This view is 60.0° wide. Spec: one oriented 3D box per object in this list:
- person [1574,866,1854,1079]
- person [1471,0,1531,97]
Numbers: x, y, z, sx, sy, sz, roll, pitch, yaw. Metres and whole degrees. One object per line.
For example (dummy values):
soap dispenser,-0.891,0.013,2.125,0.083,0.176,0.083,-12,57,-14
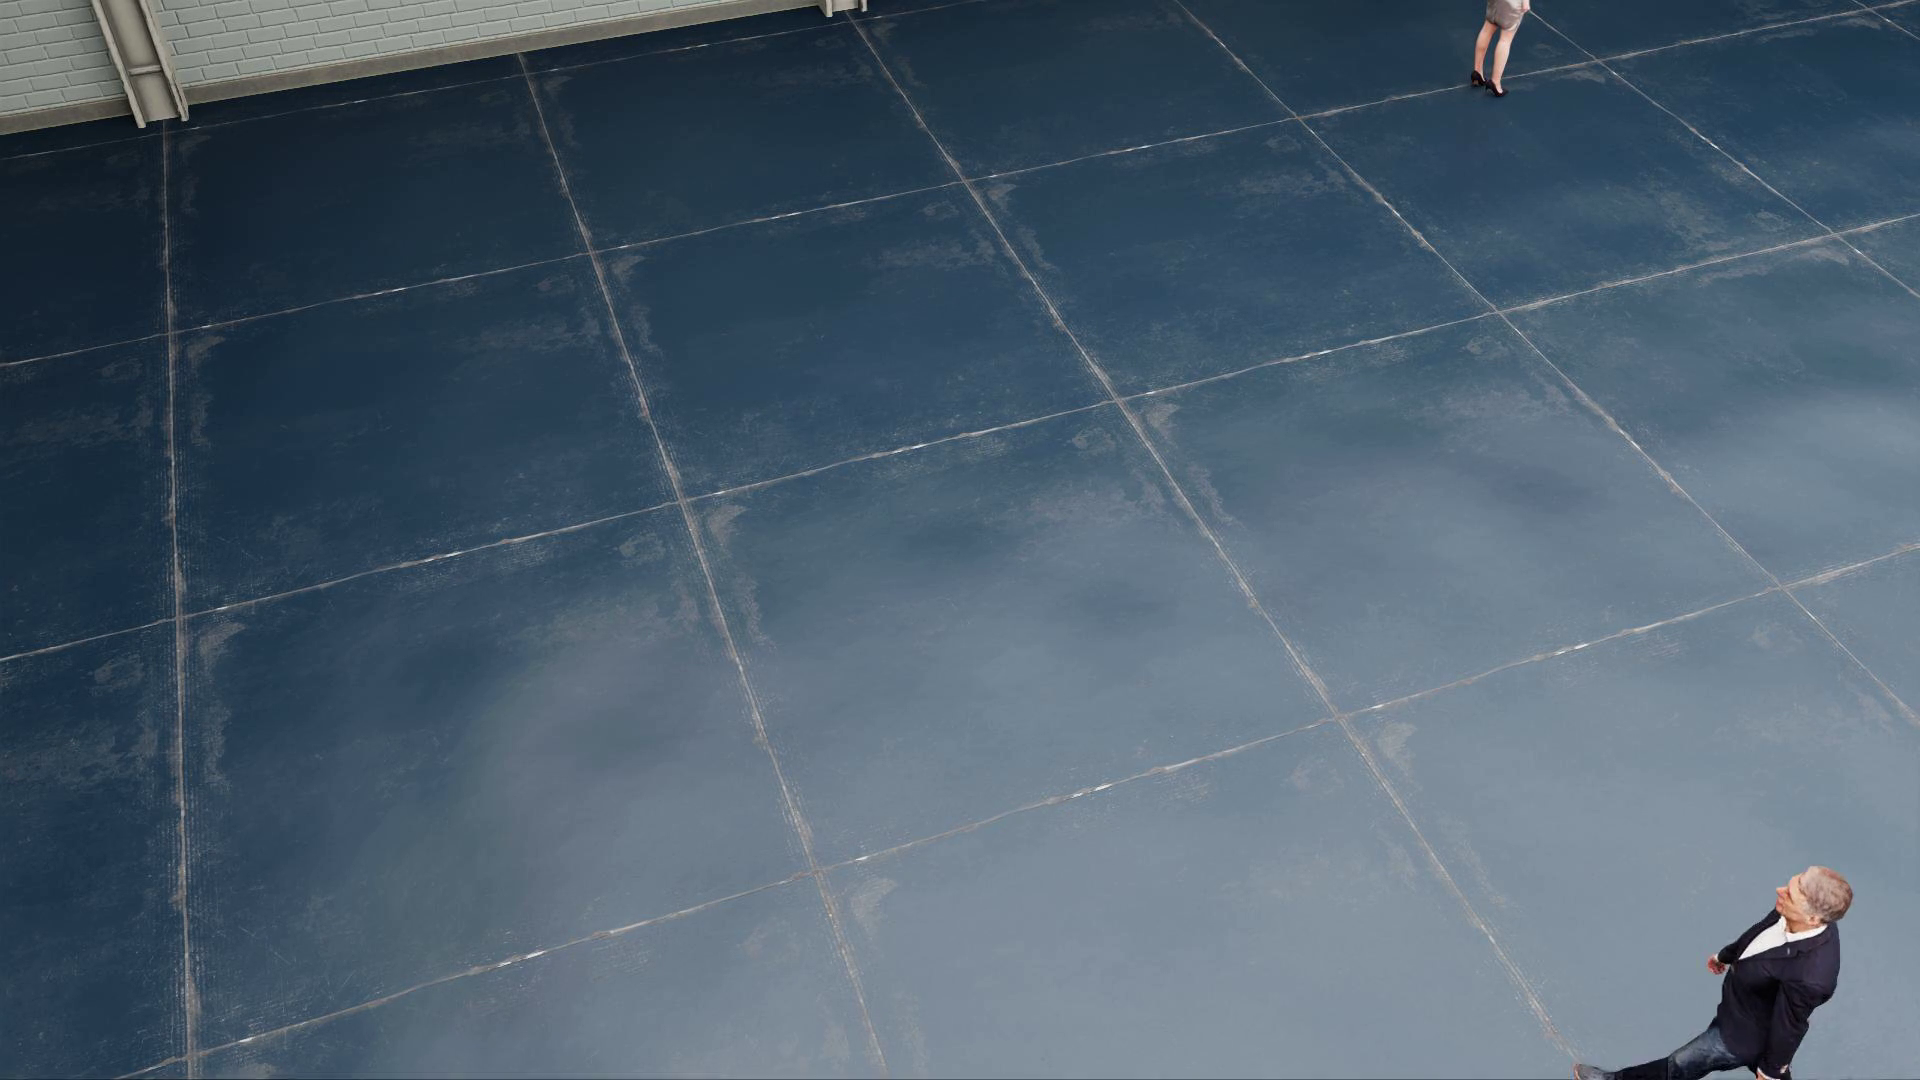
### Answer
person,3.351,1.972,6.806,1.246,1.769,1.189,18,46,18
person,4.546,-4.533,13.790,0.547,1.746,0.626,-20,47,-20
